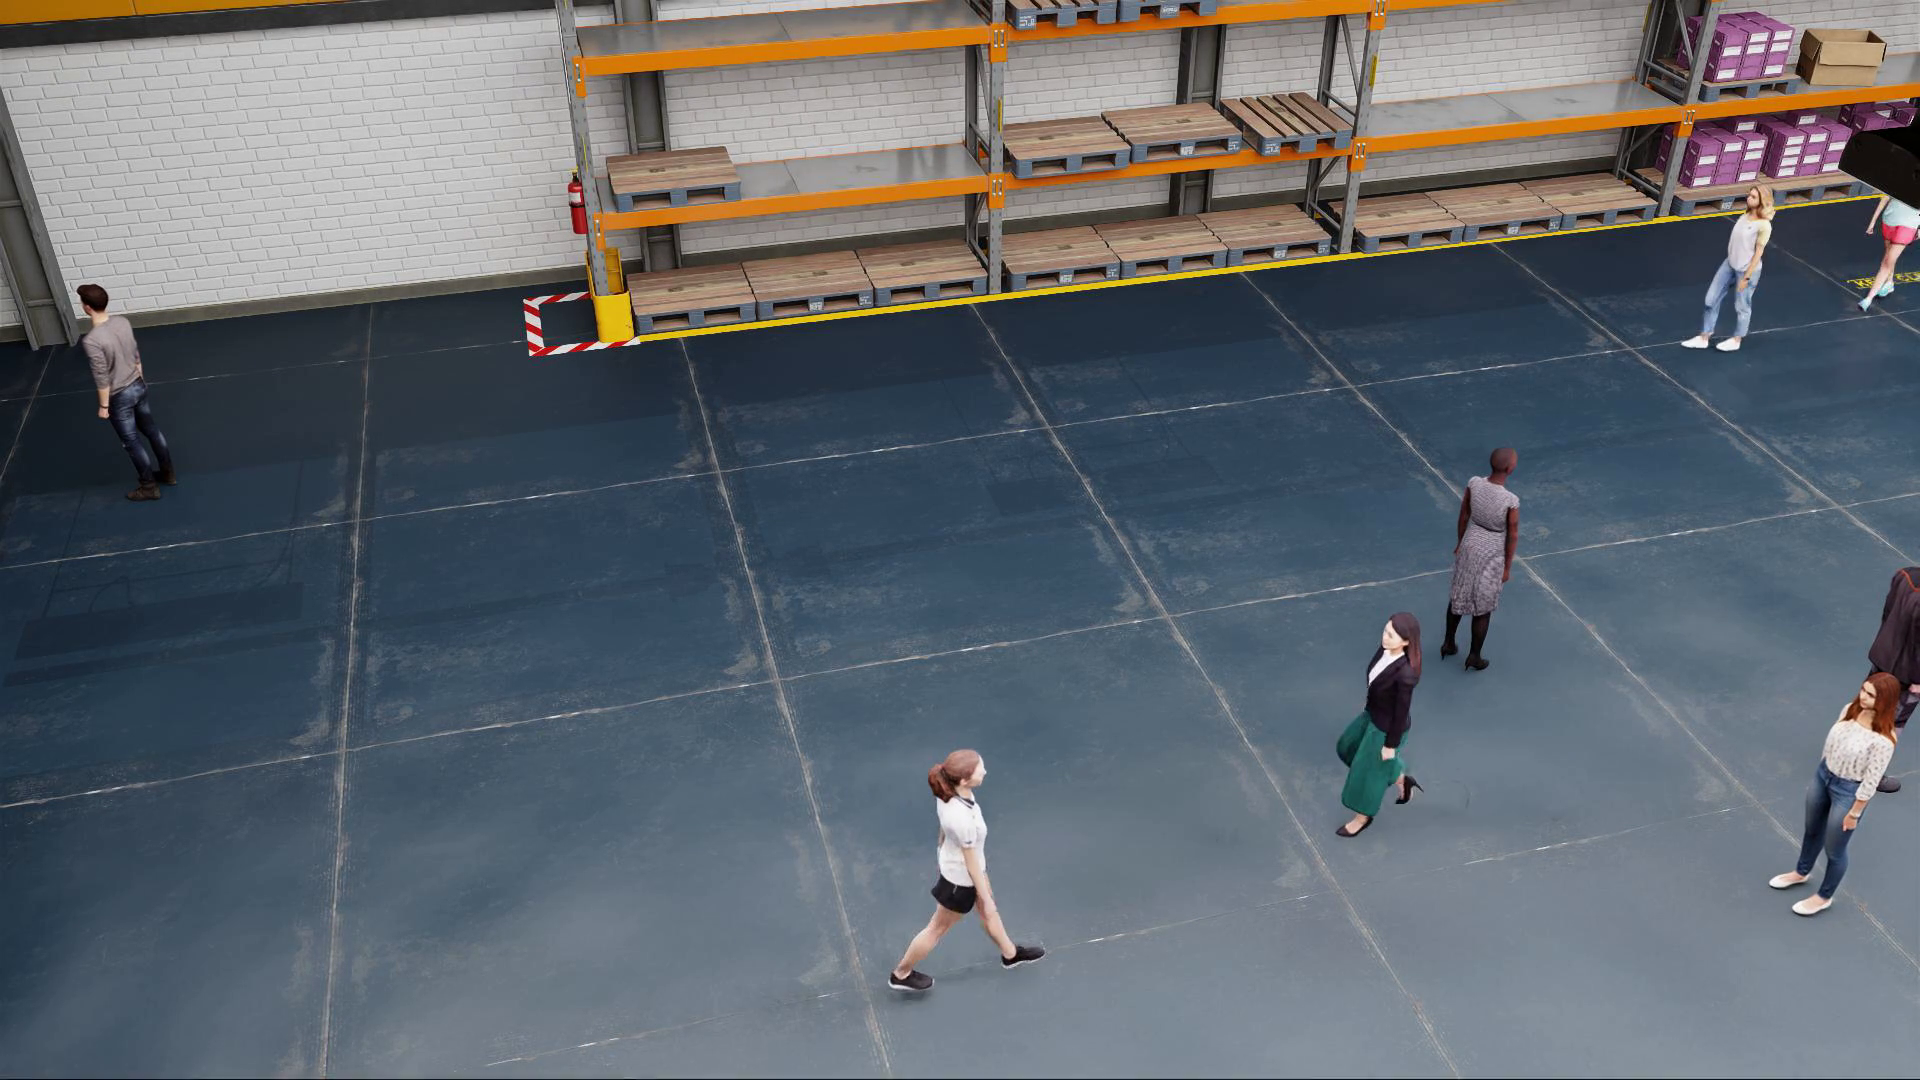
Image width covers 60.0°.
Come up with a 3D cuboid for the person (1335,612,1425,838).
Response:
[{"bbox_3d":[2.674,1.142,10.248,0.845,1.725,0.685,-3,34,-5],"label":"person"}]

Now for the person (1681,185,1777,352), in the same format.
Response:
[{"bbox_3d":[7.529,-2.560,15.840,0.827,1.701,0.622,-8,35,-12],"label":"person"}]

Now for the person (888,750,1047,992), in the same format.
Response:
[{"bbox_3d":[-0.082,1.878,9.163,1.166,1.701,0.636,-6,34,-9],"label":"person"}]

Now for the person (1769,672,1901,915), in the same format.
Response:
[{"bbox_3d":[5.186,1.461,9.766,0.529,1.728,0.581,-5,34,-7],"label":"person"}]

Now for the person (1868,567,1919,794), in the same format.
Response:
[{"bbox_3d":[6.055,0.771,10.687,0.734,1.857,0.786,2,34,2],"label":"person"}]

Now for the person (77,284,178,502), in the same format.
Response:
[{"bbox_3d":[-6.842,-1.212,13.627,0.769,1.905,0.783,8,34,12],"label":"person"}]

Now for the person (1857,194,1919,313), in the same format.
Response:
[{"bbox_3d":[9.487,-3.174,16.758,1.263,1.708,1.009,-28,43,-35],"label":"person"}]

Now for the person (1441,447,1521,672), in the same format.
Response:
[{"bbox_3d":[3.670,0.133,11.710,0.670,1.788,0.684,-24,40,-31],"label":"person"}]
